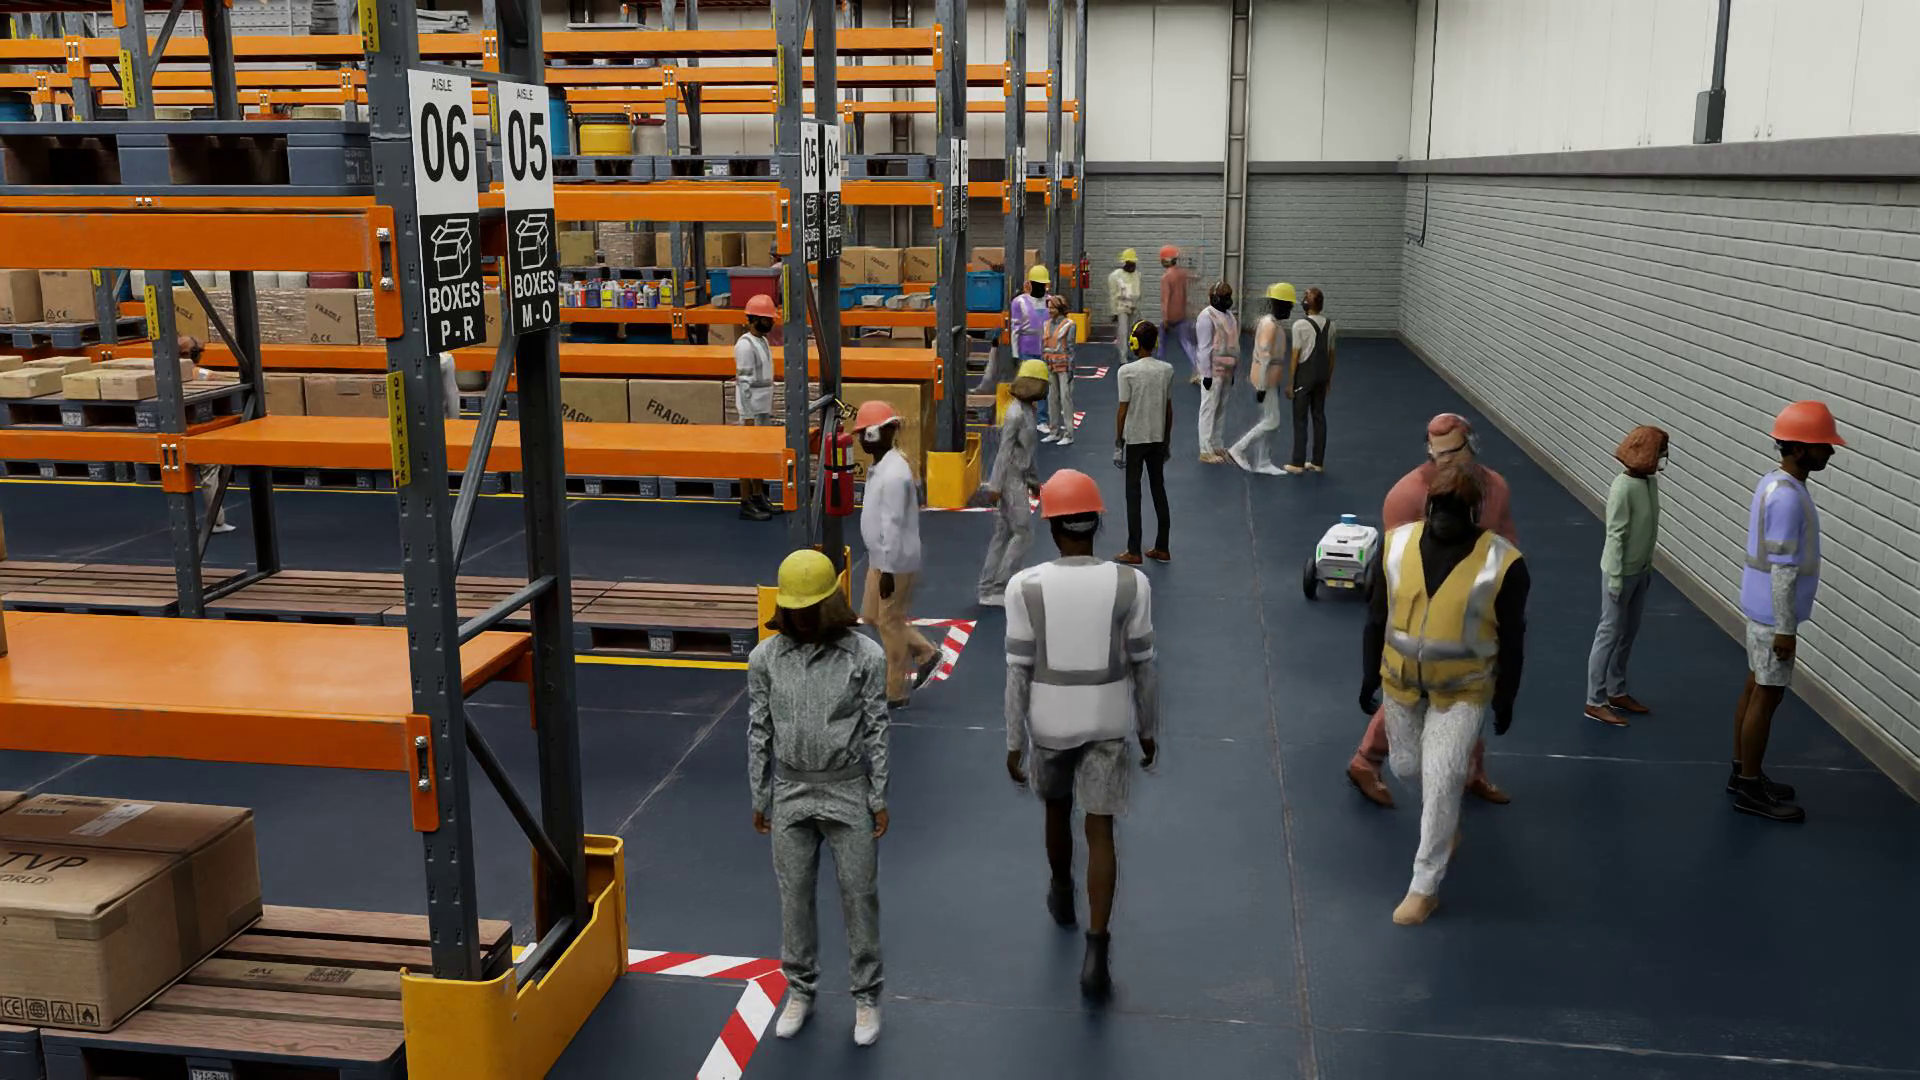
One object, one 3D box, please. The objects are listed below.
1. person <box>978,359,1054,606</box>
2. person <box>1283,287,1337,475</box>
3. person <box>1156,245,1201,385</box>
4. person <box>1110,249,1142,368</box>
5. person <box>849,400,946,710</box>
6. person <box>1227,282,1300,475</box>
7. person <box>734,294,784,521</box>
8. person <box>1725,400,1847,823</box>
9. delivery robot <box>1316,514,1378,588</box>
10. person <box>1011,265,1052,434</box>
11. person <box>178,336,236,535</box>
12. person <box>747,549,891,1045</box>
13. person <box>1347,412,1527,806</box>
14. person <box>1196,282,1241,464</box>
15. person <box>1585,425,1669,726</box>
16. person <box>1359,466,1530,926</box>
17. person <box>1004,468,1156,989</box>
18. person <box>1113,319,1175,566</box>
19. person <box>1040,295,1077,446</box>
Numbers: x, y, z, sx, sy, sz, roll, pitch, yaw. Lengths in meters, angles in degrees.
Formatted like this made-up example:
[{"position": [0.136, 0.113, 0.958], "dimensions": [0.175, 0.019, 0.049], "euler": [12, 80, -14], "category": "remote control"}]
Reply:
[{"position": [0.371, -0.377, 11.328], "dimensions": [0.533, 1.694, 0.508], "euler": [2, 13, 7], "category": "person"}, {"position": [3.452, -1.558, 16.386], "dimensions": [0.517, 1.840, 0.337], "euler": [-6, 14, -26], "category": "person"}, {"position": [3.047, -3.150, 23.298], "dimensions": [0.629, 1.956, 0.972], "euler": [-12, 17, -44], "category": "person"}, {"position": [2.519, -3.468, 25.033], "dimensions": [0.607, 1.818, 0.404], "euler": [-8, 15, -31], "category": "person"}, {"position": [-0.349, 0.089, 9.181], "dimensions": [0.478, 1.723, 0.587], "euler": [-4, 13, -17], "category": "person"}, {"position": [2.997, -1.560, 16.223], "dimensions": [0.556, 1.903, 0.624], "euler": [3, 13, 15], "category": "person"}, {"position": [-1.714, -1.129, 14.236], "dimensions": [0.389, 1.928, 0.549], "euler": [3, 13, 14], "category": "person"}, {"position": [3.795, 0.319, 7.667], "dimensions": [0.361, 1.938, 0.546], "euler": [5, 13, 20], "category": "person"}, {"position": [2.742, 0.061, 11.766], "dimensions": [0.477, 0.478, 0.707], "euler": [5, 13, 21], "category": "delivery robot"}, {"position": [0.864, -2.146, 18.855], "dimensions": [0.592, 1.917, 0.400], "euler": [-5, 13, -22], "category": "person"}, {"position": [-6.269, -0.849, 13.640], "dimensions": [0.531, 1.635, 0.312], "euler": [2, 13, 8], "category": "person"}, {"position": [-0.479, 0.871, 5.645], "dimensions": [0.494, 1.732, 0.324], "euler": [2, 13, 7], "category": "person"}, {"position": [2.277, 0.322, 7.802], "dimensions": [0.782, 1.883, 0.497], "euler": [-6, 14, -25], "category": "person"}, {"position": [2.659, -1.720, 17.091], "dimensions": [0.429, 1.844, 0.625], "euler": [8, 15, 32], "category": "person"}, {"position": [3.620, 0.183, 8.997], "dimensions": [0.280, 1.627, 0.508], "euler": [11, 17, 41], "category": "person"}, {"position": [1.972, 0.576, 6.791], "dimensions": [0.629, 1.818, 0.844], "euler": [10, 16, 37], "category": "person"}, {"position": [0.450, 0.679, 6.174], "dimensions": [0.569, 1.890, 0.988], "euler": [0, 12, 1], "category": "person"}, {"position": [1.398, -0.733, 12.613], "dimensions": [0.497, 1.860, 0.336], "euler": [-6, 14, -27], "category": "person"}, {"position": [1.076, -1.856, 18.187], "dimensions": [0.317, 1.632, 0.525], "euler": [-10, 16, -38], "category": "person"}]
